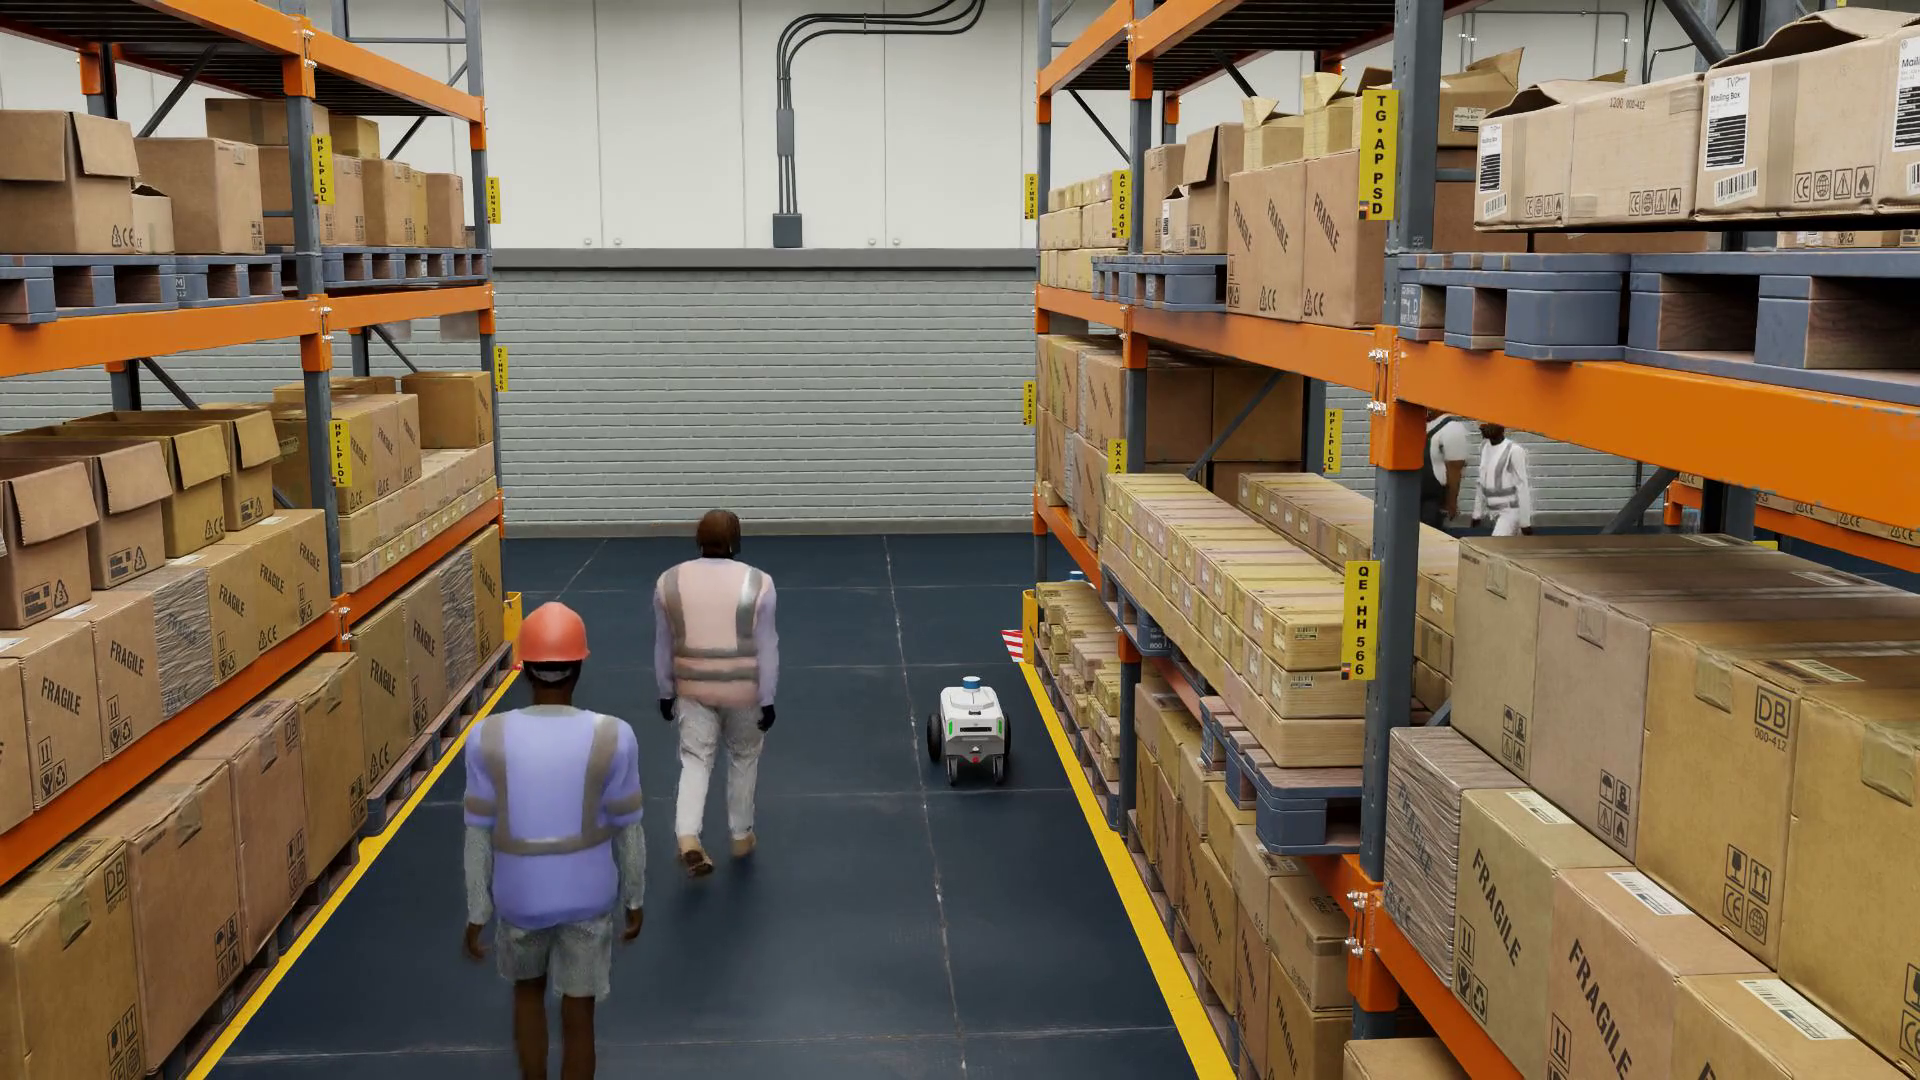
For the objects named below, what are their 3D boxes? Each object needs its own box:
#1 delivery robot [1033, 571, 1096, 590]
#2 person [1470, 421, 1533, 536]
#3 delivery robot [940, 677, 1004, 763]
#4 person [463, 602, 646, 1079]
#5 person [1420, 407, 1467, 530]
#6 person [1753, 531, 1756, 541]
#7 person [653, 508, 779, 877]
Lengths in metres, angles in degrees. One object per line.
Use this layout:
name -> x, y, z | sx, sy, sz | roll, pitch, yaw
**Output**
delivery robot -> 0.920, 0.490, 13.149 | 0.707, 0.478, 0.477 | -4, 10, -21
person -> 4.473, -0.203, 13.793 | 0.957, 1.824, 0.583 | -1, 10, -5
delivery robot -> 0.069, 1.053, 9.839 | 0.477, 0.478, 0.707 | -1, 10, -4
person -> -1.324, 1.155, 5.488 | 0.580, 1.921, 0.461 | -1, 10, -6
person -> 4.144, -0.440, 14.533 | 0.761, 2.000, 0.698 | -3, 10, -17
person -> 6.528, -0.204, 14.218 | 0.541, 1.682, 0.705 | -5, 11, -29
person -> -1.206, 0.754, 8.180 | 0.638, 1.814, 0.804 | 1, 10, 5
